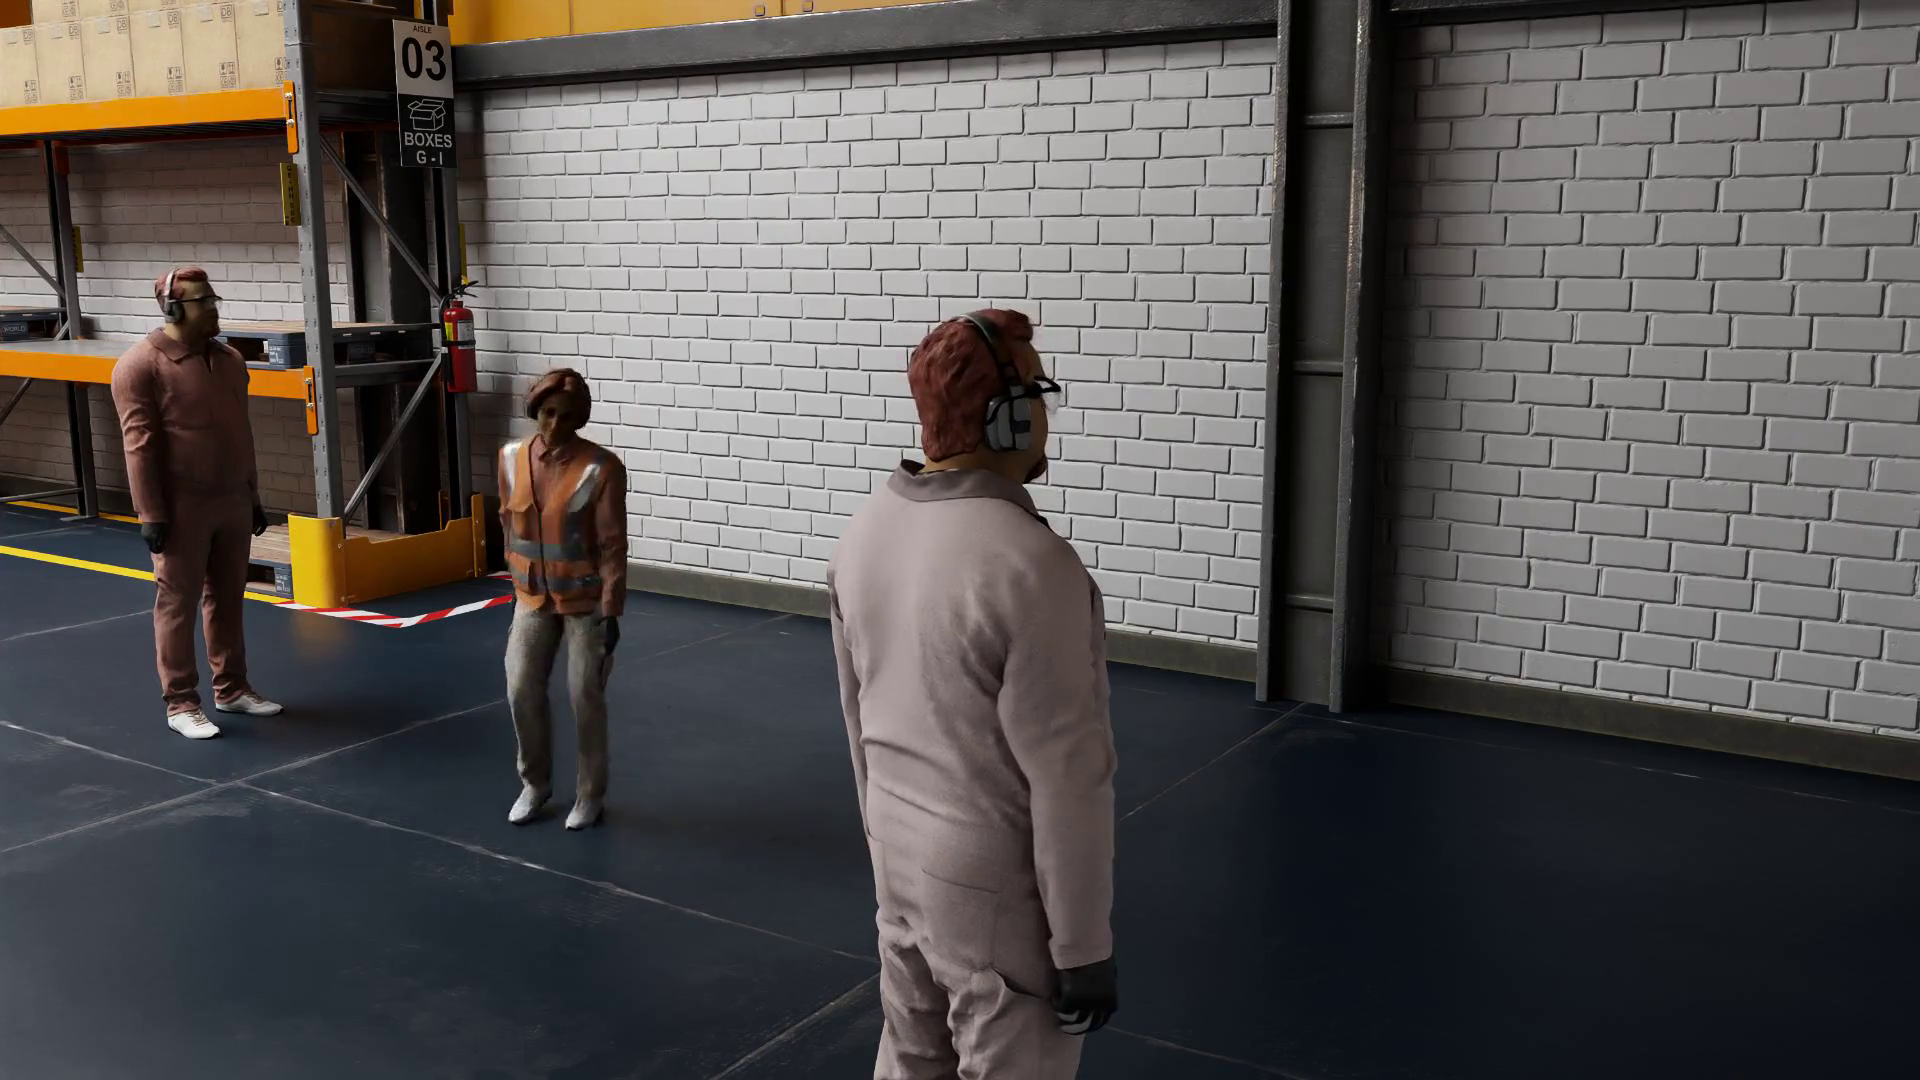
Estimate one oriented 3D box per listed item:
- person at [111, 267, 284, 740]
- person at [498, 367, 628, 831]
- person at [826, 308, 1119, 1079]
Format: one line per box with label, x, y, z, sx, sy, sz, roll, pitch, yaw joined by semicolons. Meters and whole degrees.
person;-3.115;-0.156;6.858;0.408;1.913;0.641;4;11;19
person;-1.322;0.215;5.616;0.547;1.601;0.437;4;11;20
person;0.053;0.573;2.815;0.411;1.913;0.643;-7;12;-35
